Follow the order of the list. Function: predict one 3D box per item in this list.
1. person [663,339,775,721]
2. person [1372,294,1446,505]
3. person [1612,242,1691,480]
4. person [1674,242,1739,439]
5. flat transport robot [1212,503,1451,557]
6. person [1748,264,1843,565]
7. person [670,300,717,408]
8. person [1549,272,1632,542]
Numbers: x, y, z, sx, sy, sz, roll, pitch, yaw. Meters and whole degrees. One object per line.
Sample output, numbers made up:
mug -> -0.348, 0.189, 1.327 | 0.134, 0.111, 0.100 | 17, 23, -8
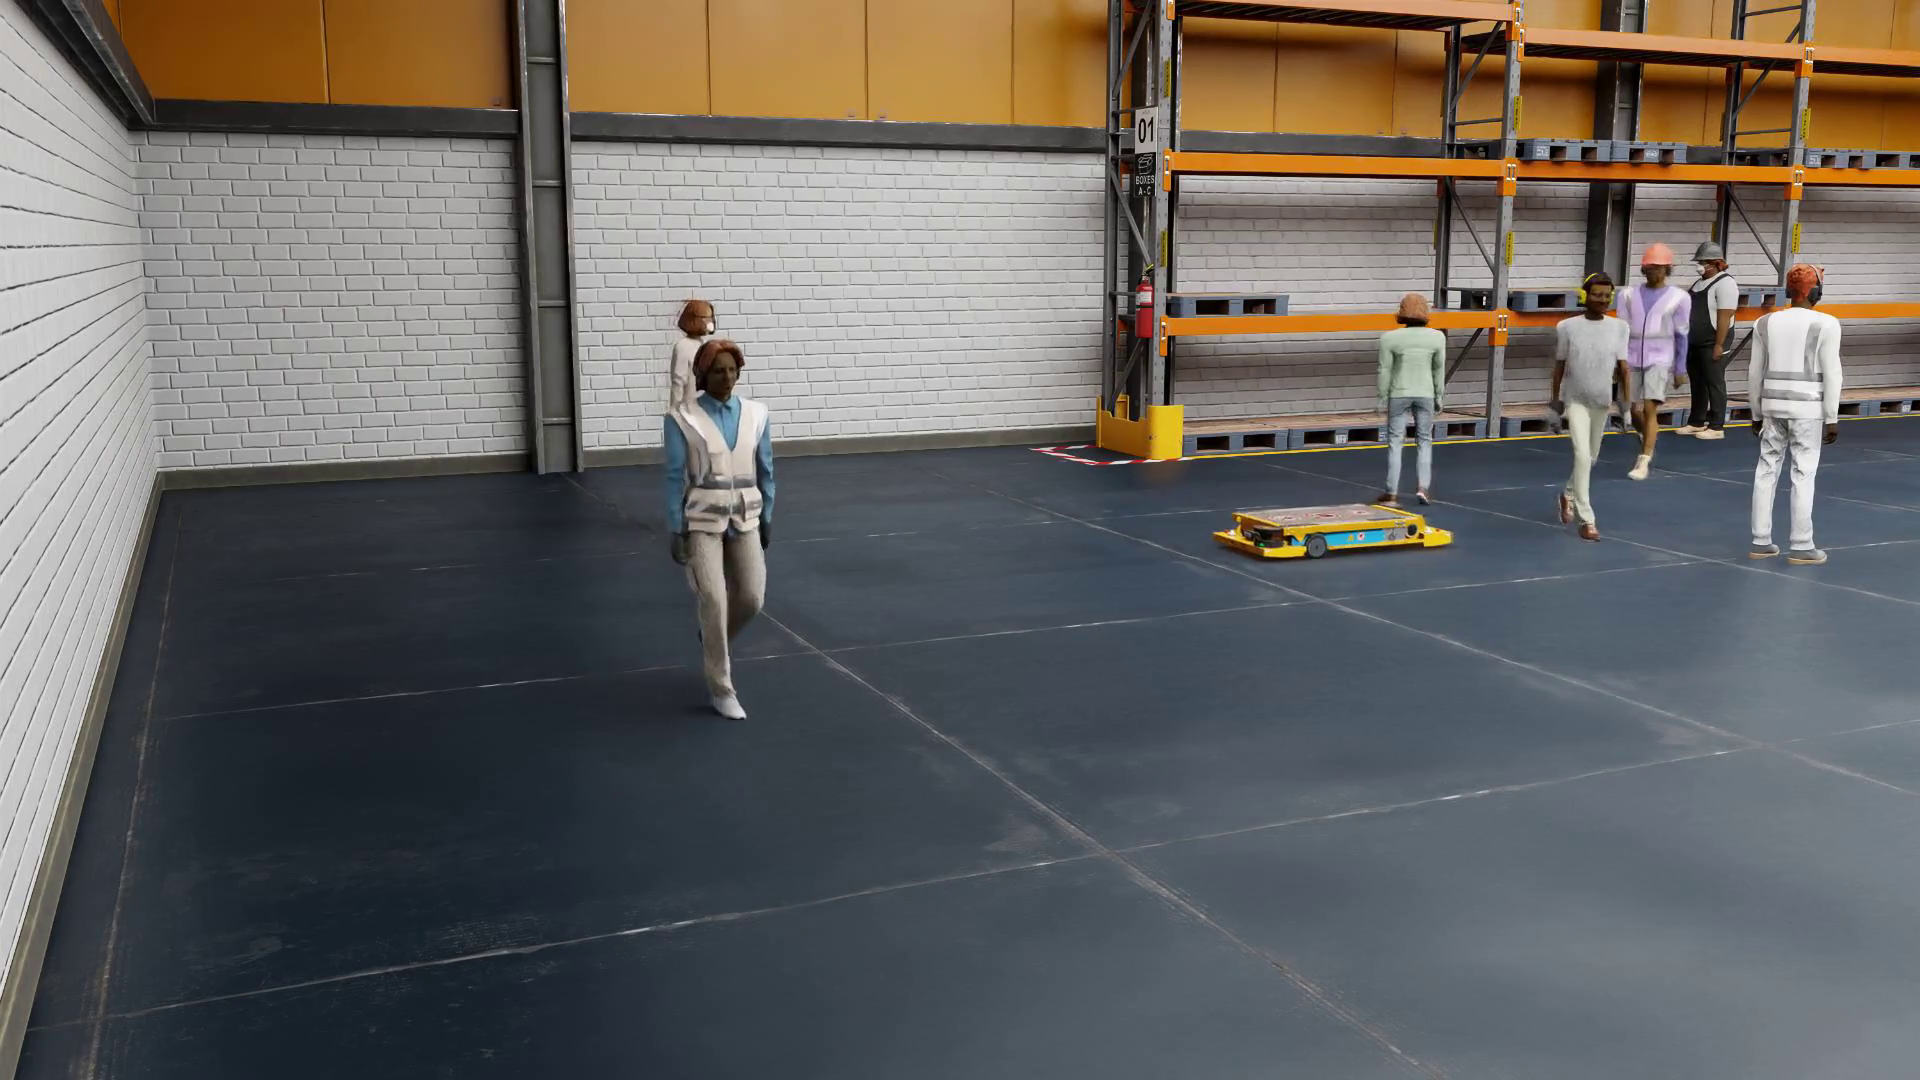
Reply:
person -> -1.059, -0.064, 7.194 | 0.521, 1.621, 0.568 | -7, 12, -33
person -> 3.447, -1.060, 12.773 | 0.549, 1.632, 0.385 | 1, 10, 5
person -> 5.946, -1.544, 14.315 | 0.616, 2.028, 0.767 | 9, 13, 40
person -> 7.691, -2.072, 17.205 | 0.536, 2.000, 0.683 | -1, 10, -5
flat transport robot -> 2.458, -0.075, 11.008 | 1.431, 0.197, 0.652 | -4, 11, -21
person -> 5.260, -0.787, 10.494 | 0.353, 1.880, 0.573 | -7, 12, -34
person -> -1.750, -0.862, 11.620 | 0.706, 1.606, 0.515 | 3, 11, 15
person -> 4.379, -0.953, 11.590 | 0.520, 1.830, 0.949 | 1, 10, 4
